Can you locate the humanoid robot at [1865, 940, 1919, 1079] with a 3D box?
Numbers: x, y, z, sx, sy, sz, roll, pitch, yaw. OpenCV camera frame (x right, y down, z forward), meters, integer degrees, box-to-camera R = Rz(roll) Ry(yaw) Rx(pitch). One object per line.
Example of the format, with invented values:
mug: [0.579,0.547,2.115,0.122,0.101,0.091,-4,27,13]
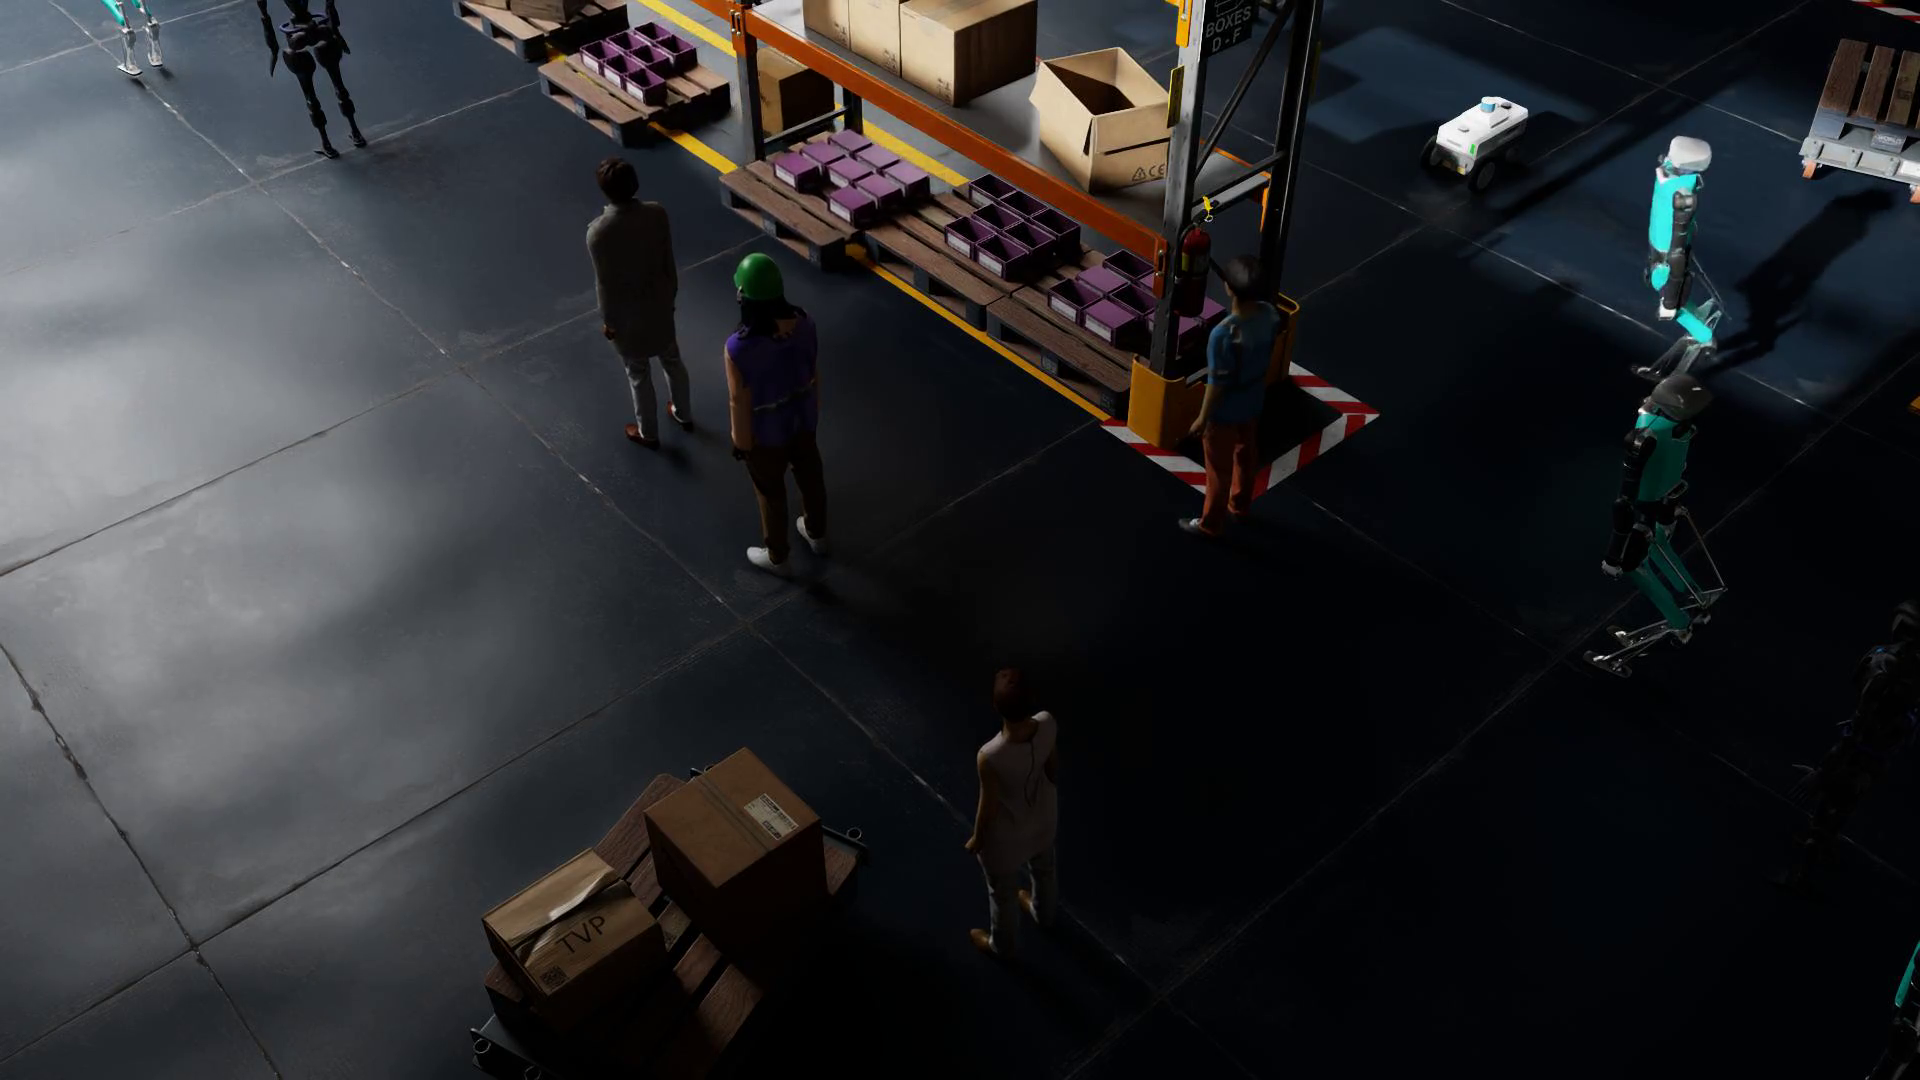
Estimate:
humanoid robot: [3.563,1.871,5.876,0.533,1.677,0.735,-31,51,-29]

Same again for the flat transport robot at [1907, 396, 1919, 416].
flat transport robot: [6.467,-0.989,10.171,1.431,0.231,0.659,-31,51,-29]

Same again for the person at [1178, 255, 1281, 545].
person: [1.425,-0.722,8.774,0.487,1.766,0.325,-30,50,-28]

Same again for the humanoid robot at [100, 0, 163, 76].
humanoid robot: [-6.460,-4.329,12.620,0.533,1.677,0.735,-31,51,-29]

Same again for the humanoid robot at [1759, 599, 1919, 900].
humanoid robot: [3.816,0.890,7.077,0.599,1.655,0.315,-31,51,-29]

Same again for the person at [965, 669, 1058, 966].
person: [0.218,1.144,6.822,0.442,1.656,0.287,-30,50,-28]

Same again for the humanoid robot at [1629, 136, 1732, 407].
humanoid robot: [4.249,-1.514,9.652,0.787,1.758,0.566,4,43,4]

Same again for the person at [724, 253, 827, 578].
person: [-0.937,-0.608,8.529,0.532,1.930,0.422,-30,50,-28]

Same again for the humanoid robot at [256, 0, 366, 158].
humanoid robot: [-4.684,-3.563,11.921,0.599,1.655,0.315,-31,51,-29]

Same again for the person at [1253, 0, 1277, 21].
person: [2.502,-5.152,13.537,0.562,1.841,0.393,-30,50,-28]

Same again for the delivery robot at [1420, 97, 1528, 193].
delivery robot: [3.771,-2.927,12.046,0.739,0.566,0.499,-31,51,-29]

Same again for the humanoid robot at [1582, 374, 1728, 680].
humanoid robot: [3.395,0.033,7.876,0.533,1.677,0.735,-31,51,-29]

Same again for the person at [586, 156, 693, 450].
person: [-1.815,-1.320,9.378,0.503,1.832,0.370,-30,50,-28]
